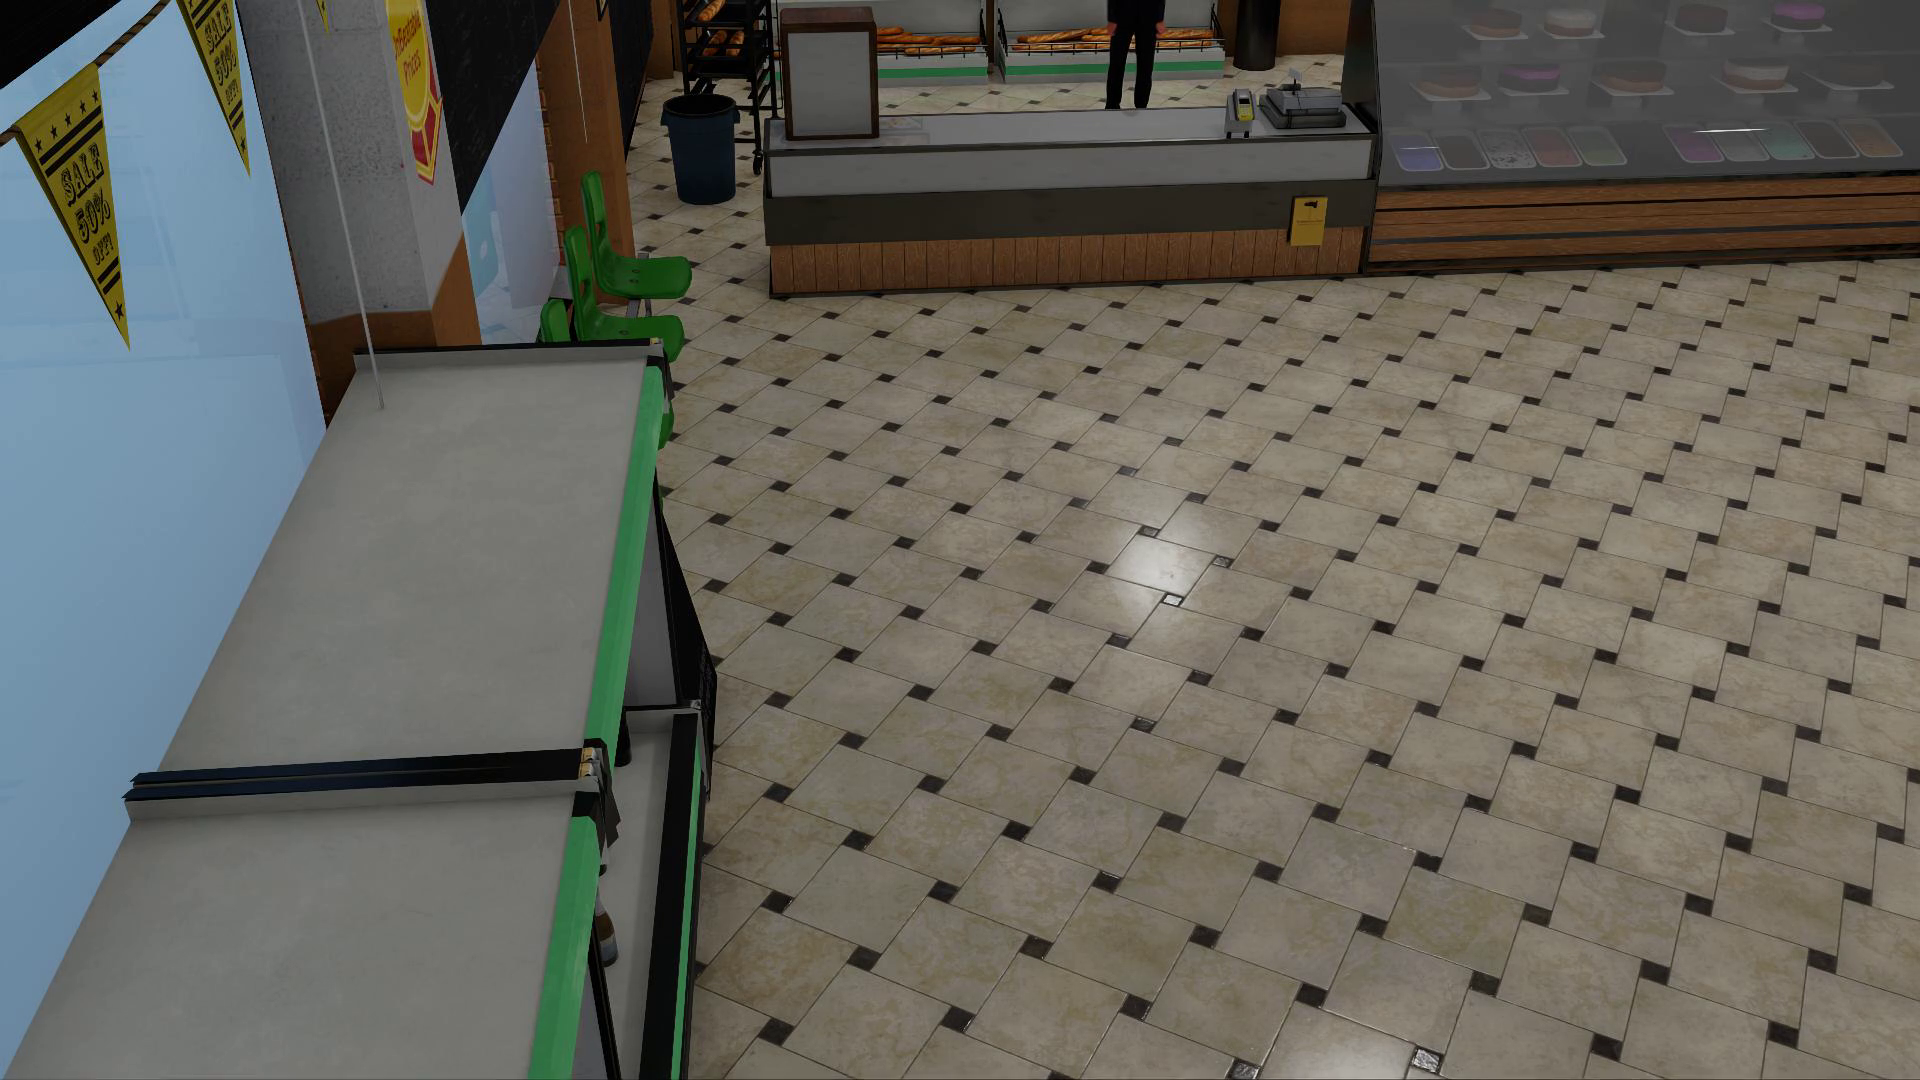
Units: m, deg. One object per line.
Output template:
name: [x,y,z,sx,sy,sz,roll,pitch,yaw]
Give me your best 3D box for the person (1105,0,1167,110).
person: [1.427,-4.246,13.477,0.629,1.868,0.577,-2,32,-3]
